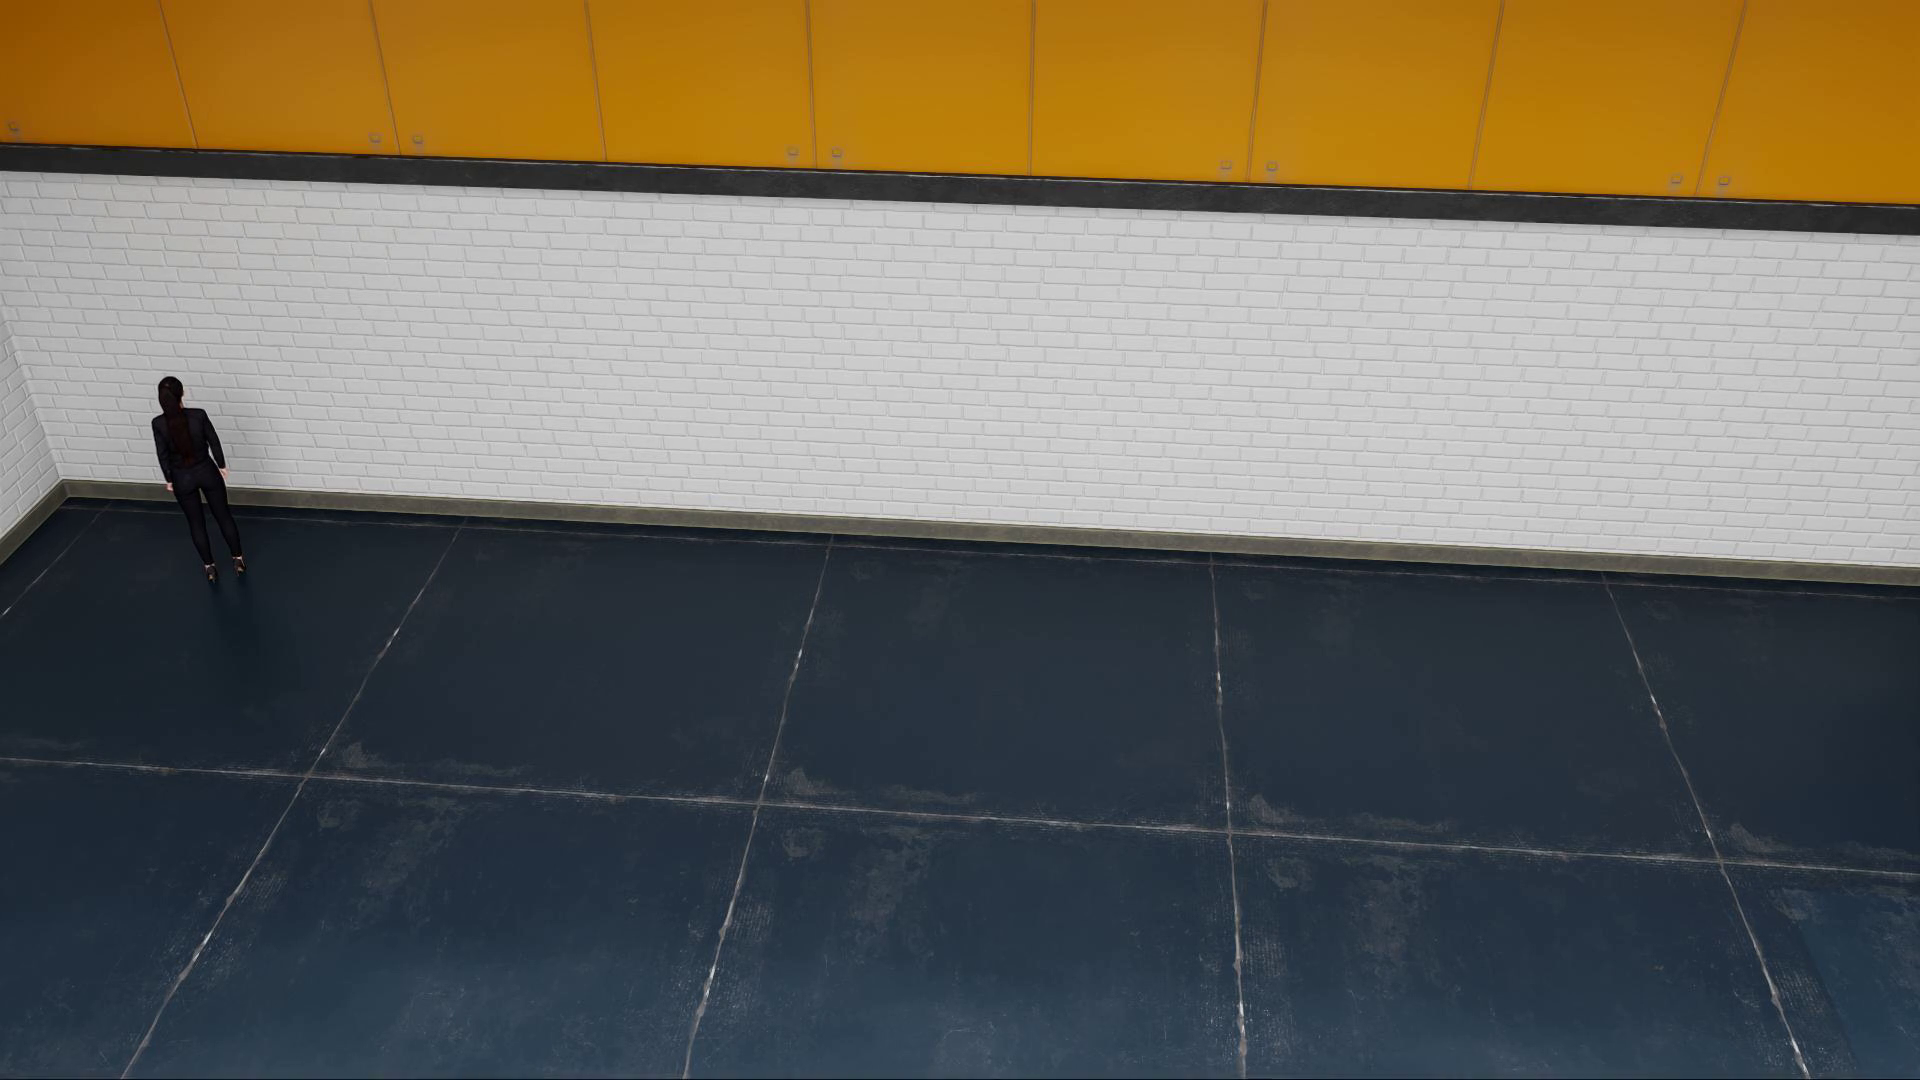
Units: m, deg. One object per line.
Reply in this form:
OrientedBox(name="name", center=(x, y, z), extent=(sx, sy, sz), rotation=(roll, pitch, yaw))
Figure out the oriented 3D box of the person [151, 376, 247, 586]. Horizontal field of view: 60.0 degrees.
OrientedBox(name="person", center=(-5.673, -0.454, 12.366), extent=(0.651, 1.711, 0.657), rotation=(-16, 37, -22))
